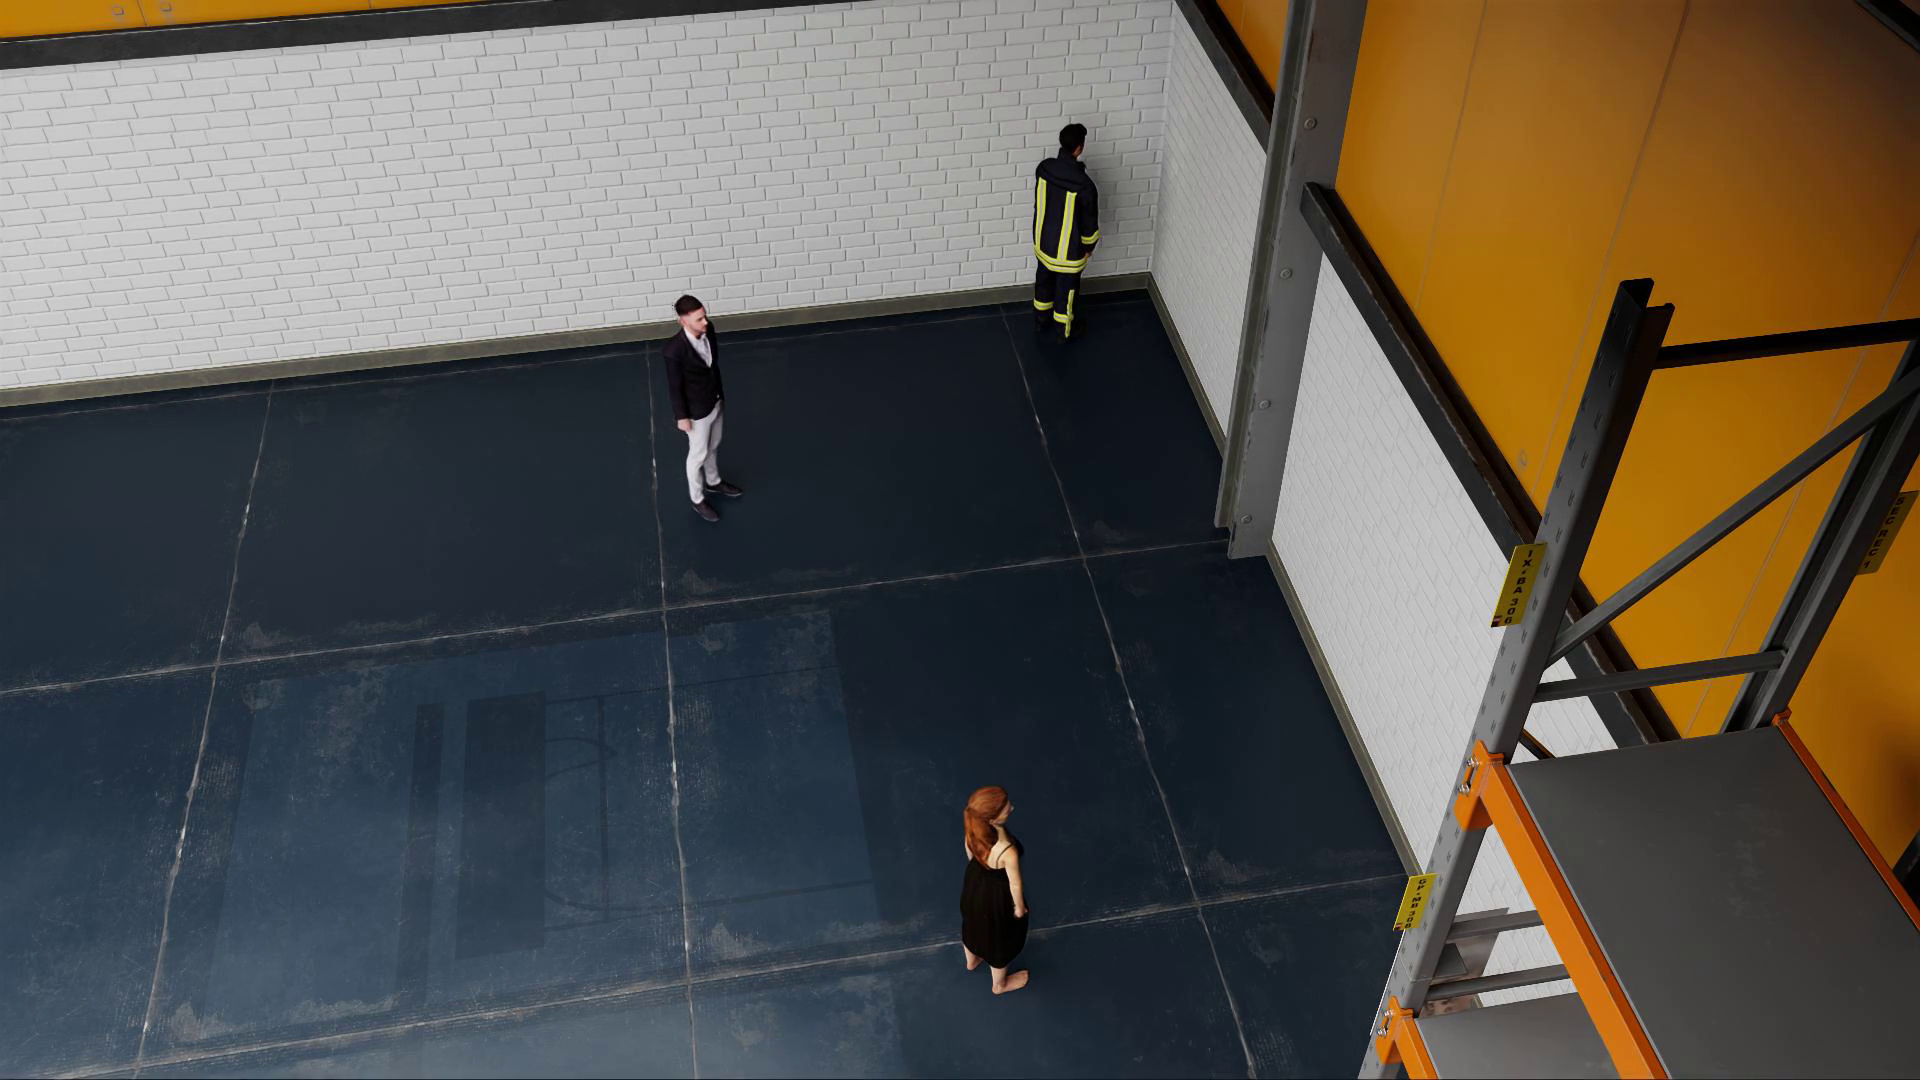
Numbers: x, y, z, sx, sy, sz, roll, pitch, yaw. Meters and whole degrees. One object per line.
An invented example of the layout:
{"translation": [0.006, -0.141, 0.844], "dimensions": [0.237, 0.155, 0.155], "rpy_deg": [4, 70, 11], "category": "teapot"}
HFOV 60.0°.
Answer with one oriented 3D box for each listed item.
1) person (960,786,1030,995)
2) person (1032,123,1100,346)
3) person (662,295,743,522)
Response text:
{"translation": [0.163, 1.881, 8.960], "dimensions": [0.728, 1.625, 0.638], "rpy_deg": [-28, 50, -27], "category": "person"}
{"translation": [0.809, -2.445, 13.283], "dimensions": [0.855, 1.925, 0.936], "rpy_deg": [30, 51, 28], "category": "person"}
{"translation": [-1.847, -0.978, 11.803], "dimensions": [0.796, 1.842, 0.706], "rpy_deg": [20, 47, 20], "category": "person"}
